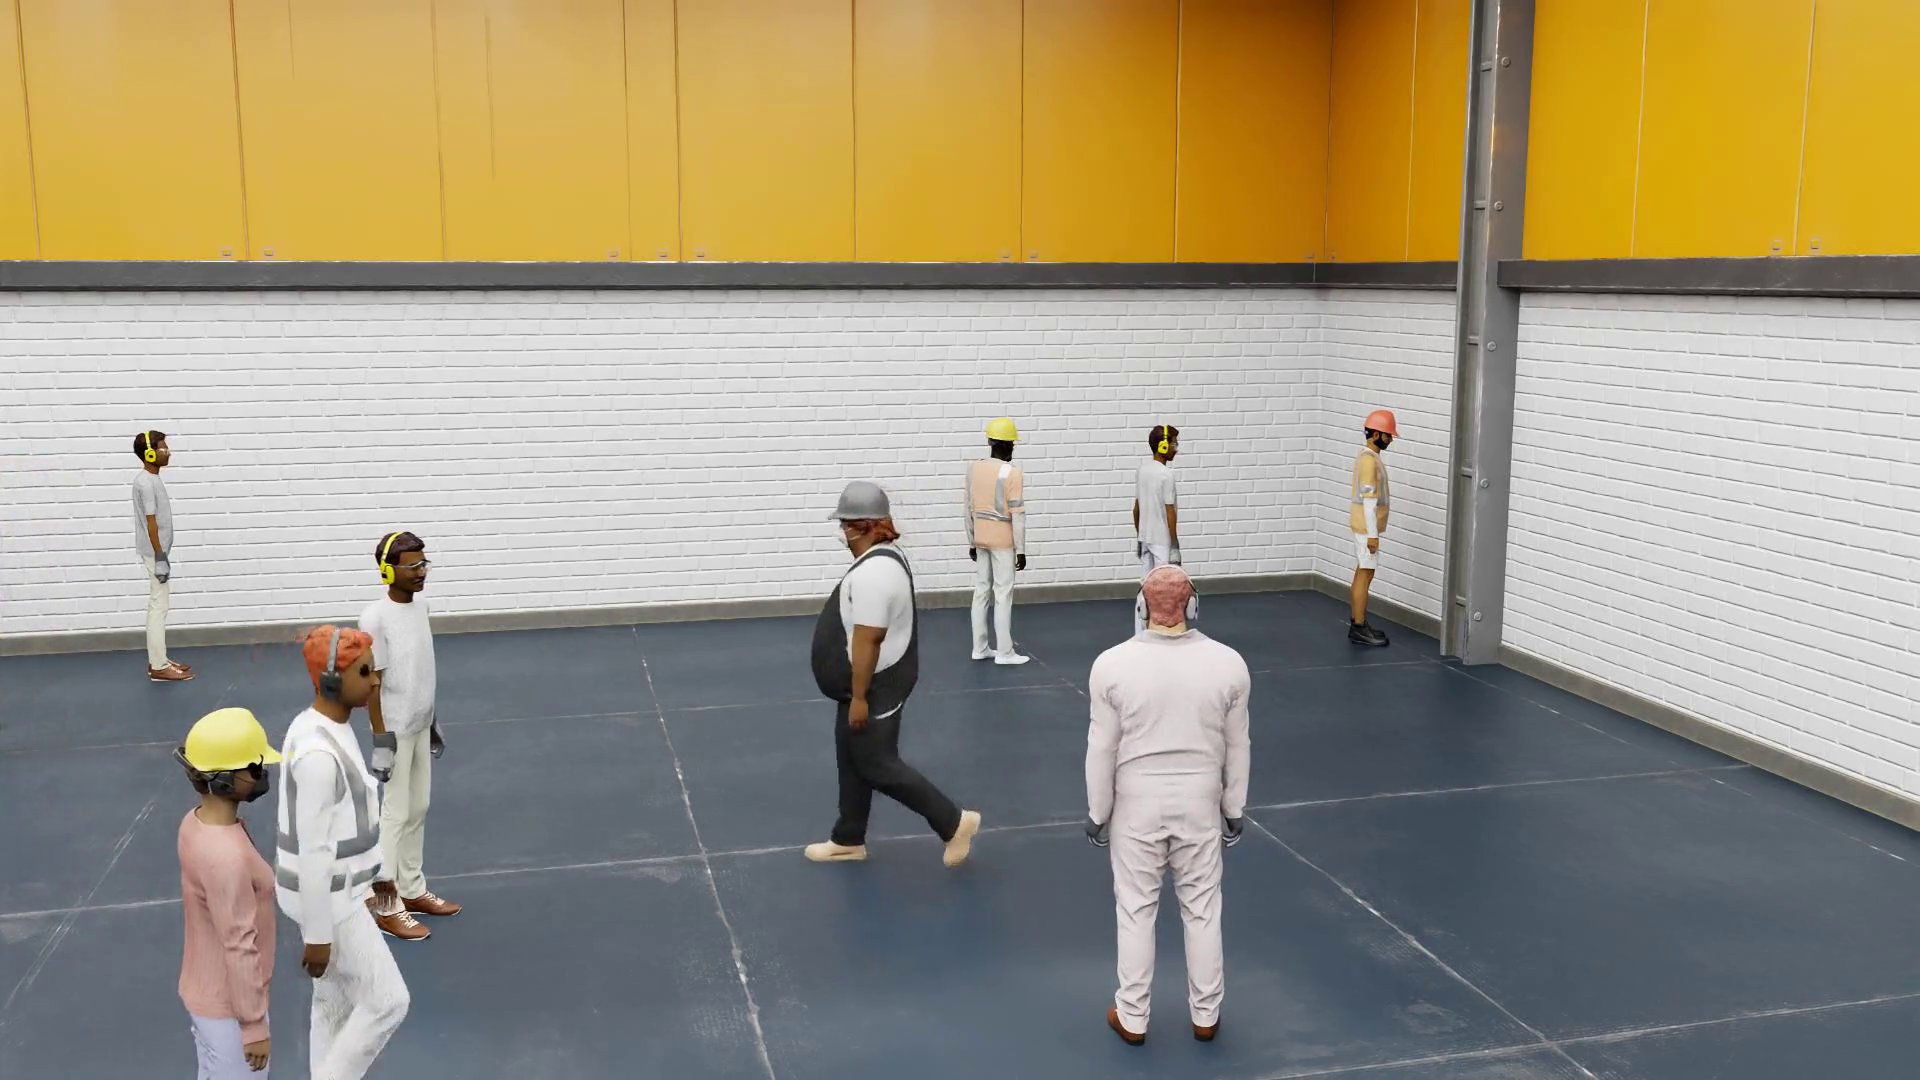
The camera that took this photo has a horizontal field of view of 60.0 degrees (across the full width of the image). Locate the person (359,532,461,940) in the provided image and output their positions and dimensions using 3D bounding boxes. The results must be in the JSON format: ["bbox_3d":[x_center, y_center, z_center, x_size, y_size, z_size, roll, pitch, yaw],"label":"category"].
[{"bbox_3d":[-2.539,0.881,7.655,0.311,1.869,0.532,2,9,10],"label":"person"}]

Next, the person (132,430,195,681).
[{"bbox_3d":[-5.975,0.114,12.428,0.328,1.876,0.513,-5,10,-27],"label":"person"}]

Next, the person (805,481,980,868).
[{"bbox_3d":[-0.354,0.680,8.379,0.839,2.000,0.683,0,9,0],"label":"person"}]

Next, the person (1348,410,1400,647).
[{"bbox_3d":[3.379,-0.104,13.614,0.372,1.930,0.543,2,9,10],"label":"person"}]

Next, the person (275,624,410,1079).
[{"bbox_3d":[-2.072,1.201,5.621,0.439,1.874,0.581,-4,10,-24],"label":"person"}]

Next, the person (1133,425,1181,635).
[{"bbox_3d":[1.549,0.036,12.951,0.329,1.865,0.518,-5,10,-28],"label":"person"}]

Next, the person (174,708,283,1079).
[{"bbox_3d":[-2.147,1.364,4.963,0.320,1.767,0.534,-6,11,-34],"label":"person"}]

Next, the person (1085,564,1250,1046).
[{"bbox_3d":[0.808,1.039,6.563,0.651,1.904,0.401,-1,9,-4],"label":"person"}]

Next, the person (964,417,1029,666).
[{"bbox_3d":[0.298,0.010,12.916,0.384,1.924,0.593,-9,13,-44],"label":"person"}]
